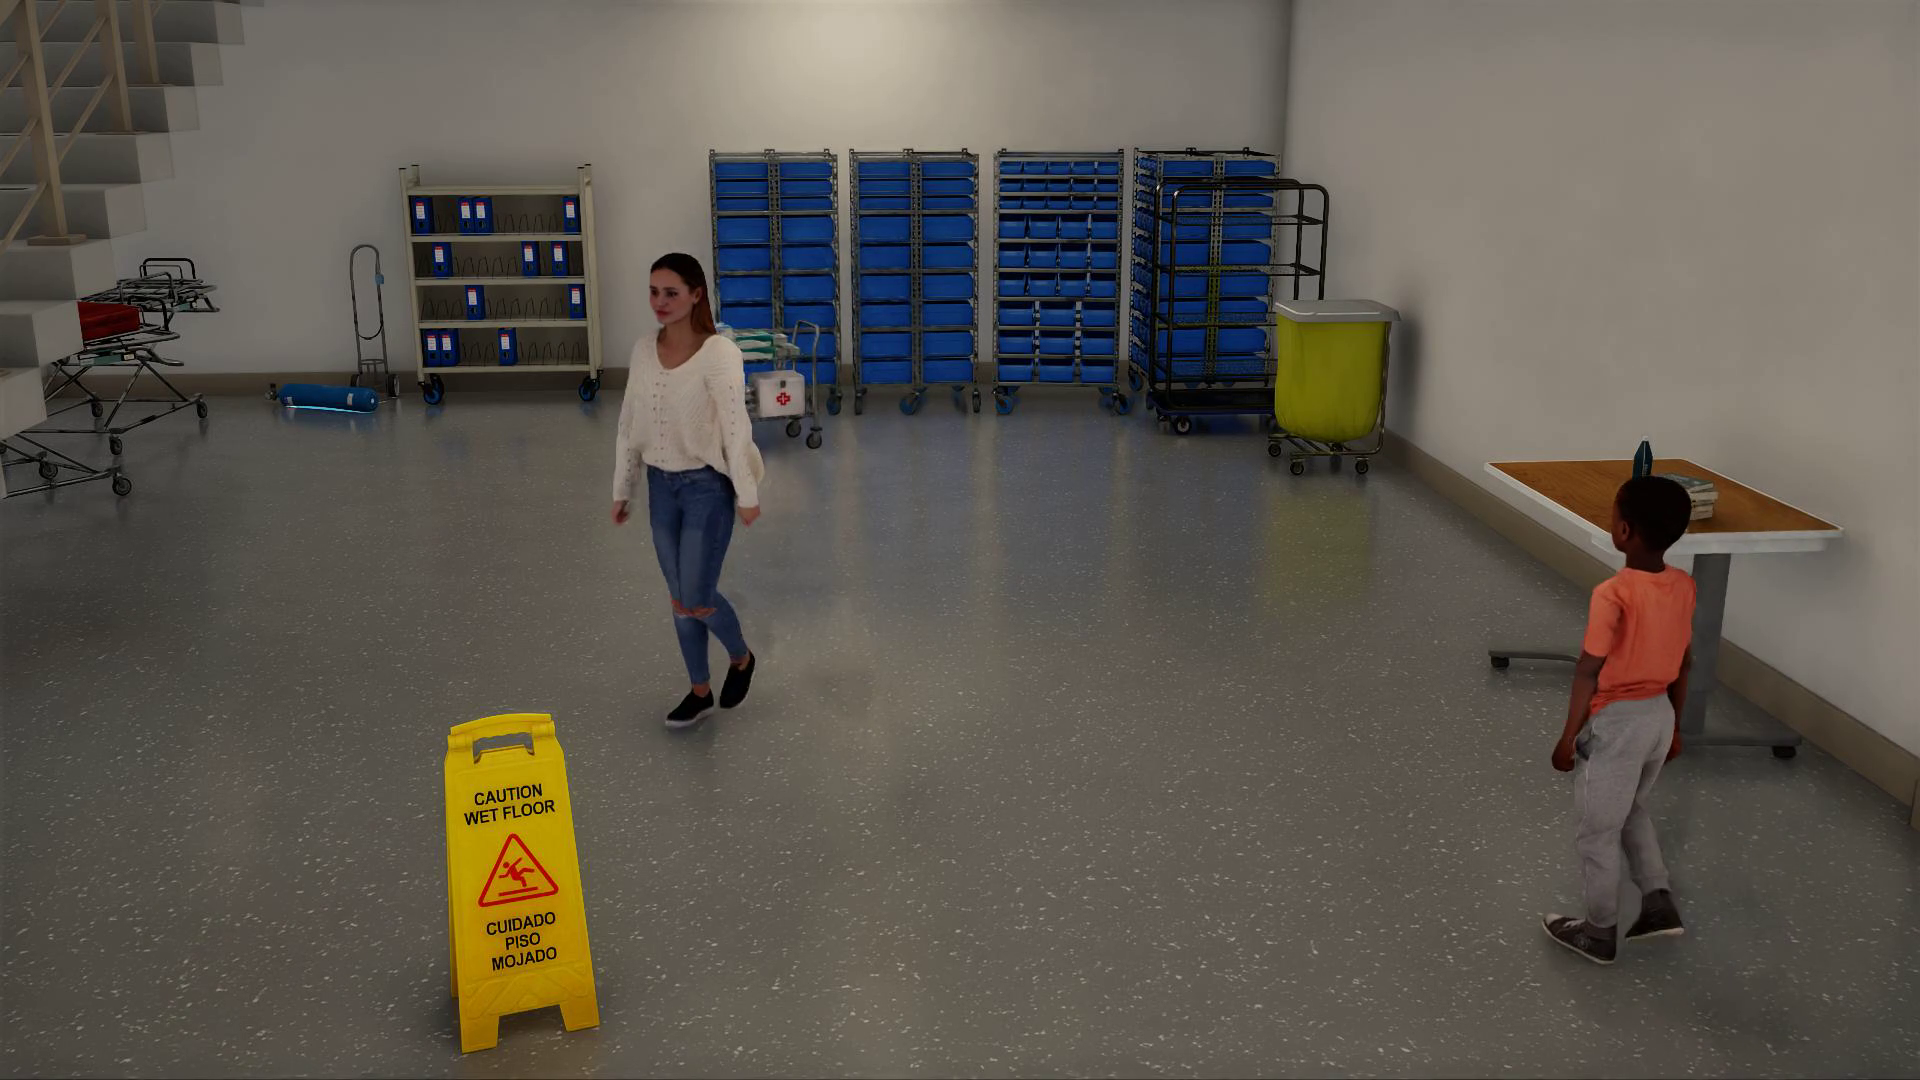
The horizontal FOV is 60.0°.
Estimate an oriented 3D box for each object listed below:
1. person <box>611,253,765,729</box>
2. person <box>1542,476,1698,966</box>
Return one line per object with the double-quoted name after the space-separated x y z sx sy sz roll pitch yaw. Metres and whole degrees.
-0.886 -0.165 5.841 0.780 1.681 0.825 10 19 32 "person"
1.731 0.490 4.216 0.583 1.300 0.663 -8 17 -26 "person"
